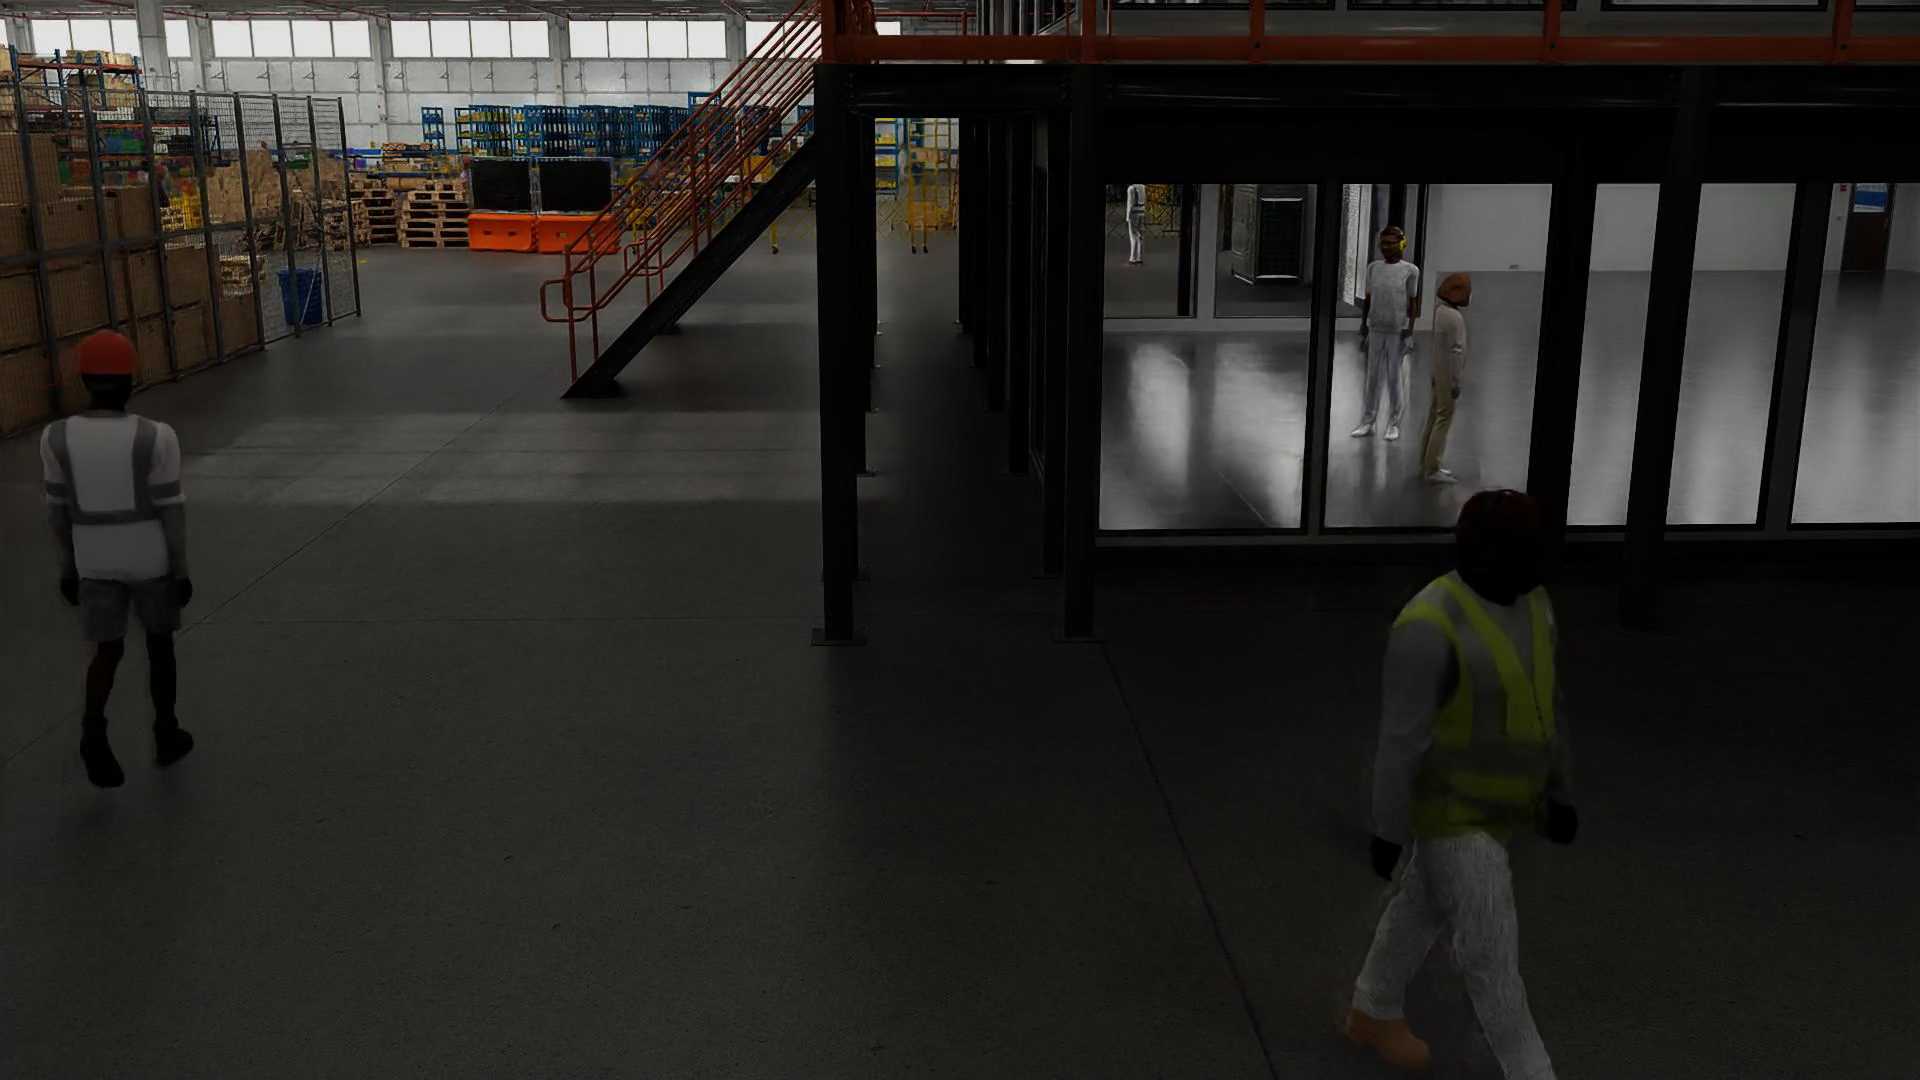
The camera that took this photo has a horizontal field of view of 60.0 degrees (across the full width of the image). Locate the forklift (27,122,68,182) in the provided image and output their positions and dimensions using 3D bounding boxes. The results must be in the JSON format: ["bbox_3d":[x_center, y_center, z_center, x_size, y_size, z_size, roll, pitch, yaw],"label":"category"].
[{"bbox_3d":[-35.376,-14.773,64.377,1.129,2.768,1.873,-1,14,-2],"label":"forklift"}]

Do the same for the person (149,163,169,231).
[{"bbox_3d":[-15.566,-6.323,32.399,0.395,1.994,0.612,-8,16,-30],"label":"person"}]

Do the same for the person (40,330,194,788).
[{"bbox_3d":[-3.499,0.095,6.917,0.552,1.916,0.739,-2,14,-7],"label":"person"}]

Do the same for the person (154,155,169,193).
[{"bbox_3d":[-24.870,-11.055,51.687,0.598,1.814,0.673,-1,14,-3],"label":"person"}]

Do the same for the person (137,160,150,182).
[{"bbox_3d":[-24.131,-10.419,49.381,0.548,1.686,0.449,0,14,0],"label":"person"}]

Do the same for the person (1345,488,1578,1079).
[{"bbox_3d":[1.466,0.740,4.584,0.652,1.789,0.947,-13,19,-41],"label":"person"}]

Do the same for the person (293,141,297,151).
[{"bbox_3d":[-37.056,-21.429,93.105,0.521,1.829,0.653,-7,16,-27],"label":"person"}]

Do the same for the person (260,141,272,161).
[{"bbox_3d":[-31.573,-17.160,75.720,0.612,1.991,0.392,8,16,29],"label":"person"}]

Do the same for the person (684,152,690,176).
[{"bbox_3d":[-10.632,-14.429,65.264,0.331,1.768,0.527,-13,19,-41],"label":"person"}]

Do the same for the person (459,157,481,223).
[{"bbox_3d":[-11.659,-8.110,39.515,0.915,2.018,0.614,5,15,20],"label":"person"}]

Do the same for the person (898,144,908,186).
[{"bbox_3d":[-2.564,-16.905,74.941,0.851,1.880,0.652,3,14,13],"label":"person"}]
